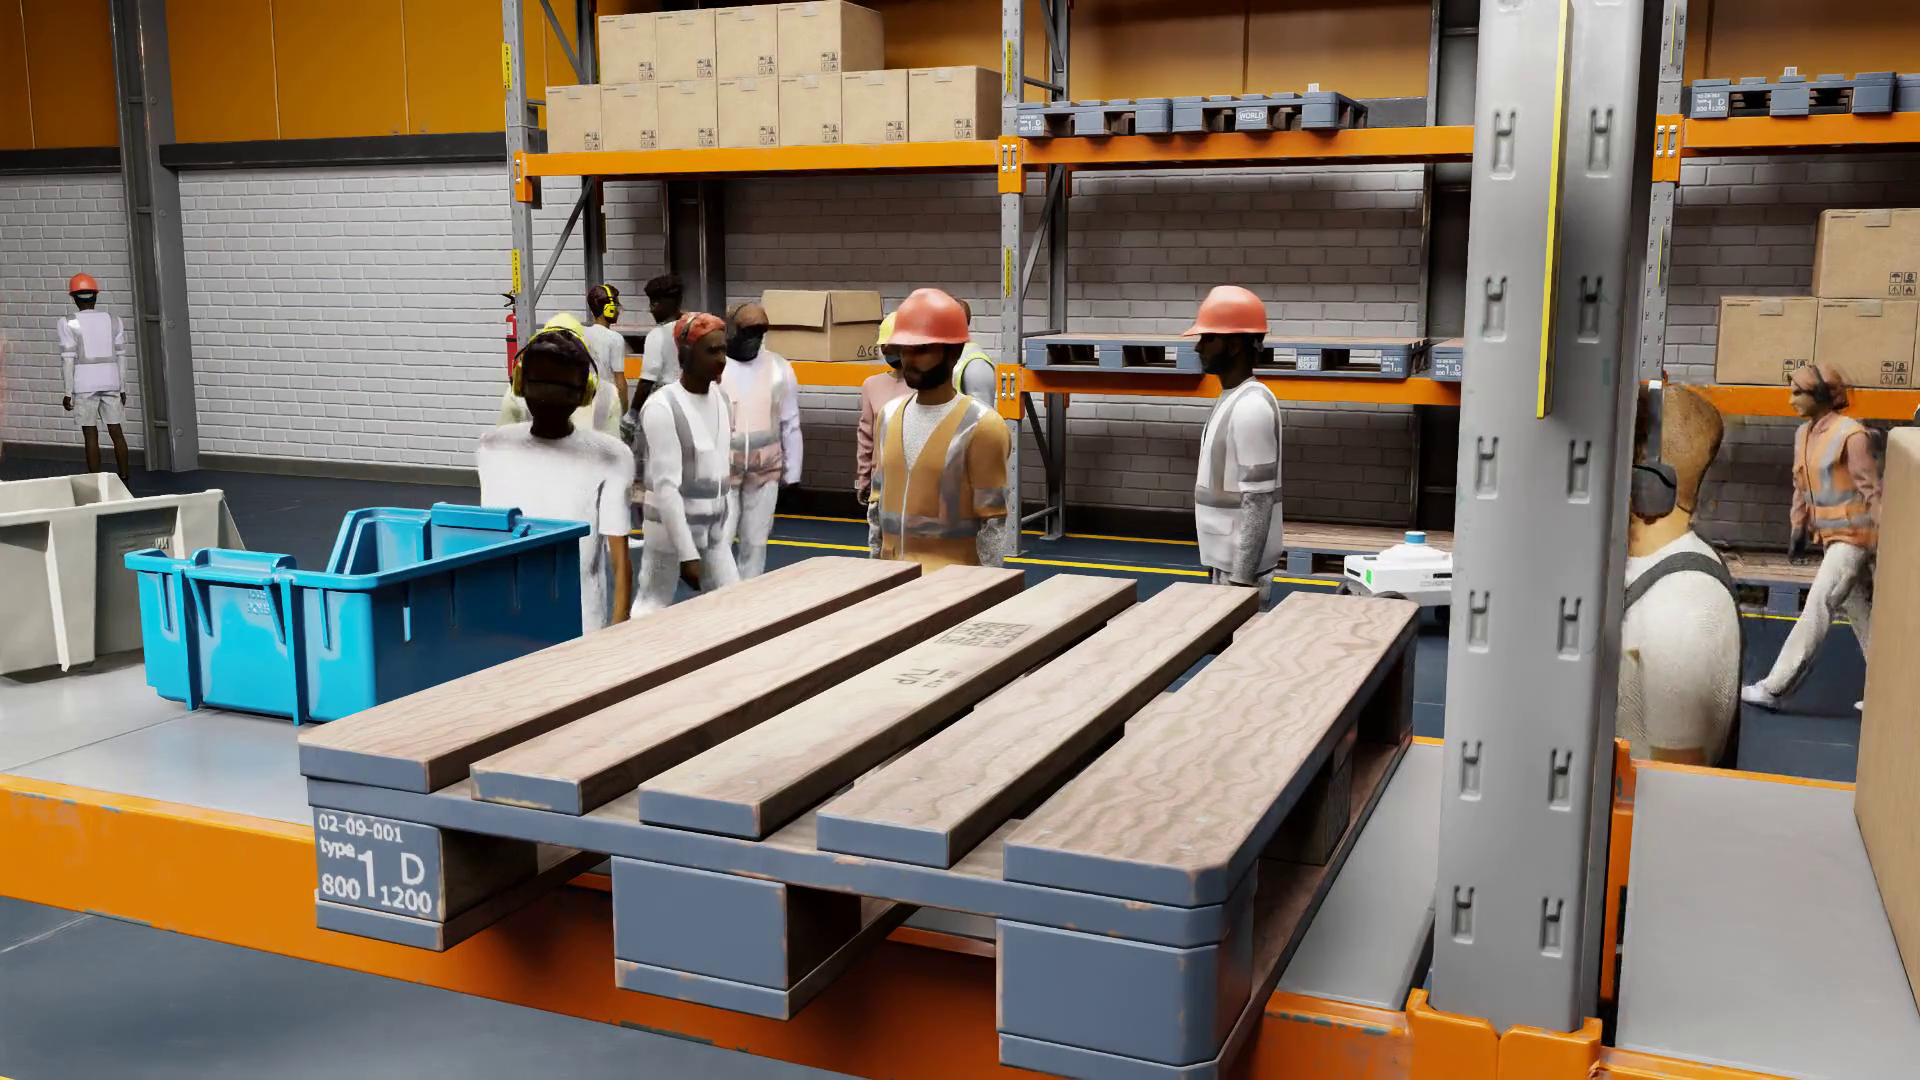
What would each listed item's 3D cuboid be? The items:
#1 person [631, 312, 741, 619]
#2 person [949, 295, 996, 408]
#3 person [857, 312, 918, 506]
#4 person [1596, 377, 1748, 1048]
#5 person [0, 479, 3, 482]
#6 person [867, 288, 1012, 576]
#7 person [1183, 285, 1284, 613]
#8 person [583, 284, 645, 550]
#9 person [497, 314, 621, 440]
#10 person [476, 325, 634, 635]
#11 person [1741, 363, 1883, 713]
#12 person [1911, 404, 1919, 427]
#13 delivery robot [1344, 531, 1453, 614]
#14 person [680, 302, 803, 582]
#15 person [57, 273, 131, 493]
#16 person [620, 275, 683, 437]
[{"bbox_3d":[-1.106,-0.014,6.813,0.999,1.828,0.603,5,11,27],"label":"person"},{"bbox_3d":[-0.070,-0.430,9.236,0.429,1.846,0.626,-6,11,-33],"label":"person"},{"bbox_3d":[-0.304,-0.303,8.709,0.533,1.768,0.311,4,10,23],"label":"person"},{"bbox_3d":[1.289,0.614,3.037,0.705,1.831,0.522,4,10,22],"label":"person"},{"bbox_3d":[-6.609,-0.767,11.138,0.640,1.880,0.654,1,10,4],"label":"person"},{"bbox_3d":[-0.097,0.160,5.416,0.545,1.941,0.350,7,12,38],"label":"person"},{"bbox_3d":[0.986,0.051,6.075,0.374,1.939,0.545,0,9,2],"label":"person"},{"bbox_3d":[-2.504,-0.864,11.762,0.538,1.869,0.312,7,12,36],"label":"person"},{"bbox_3d":[-2.007,-0.229,8.275,0.676,1.776,0.948,-5,11,-27],"label":"person"},{"bbox_3d":[-1.213,0.286,4.947,0.555,1.840,0.446,2,10,10],"label":"person"},{"bbox_3d":[3.894,0.006,7.411,0.886,1.568,0.540,1,10,4],"label":"person"},{"bbox_3d":[3.439,0.068,5.665,0.537,2.000,0.682,-2,10,-14],"label":"person"},{"bbox_3d":[2.471,0.195,9.063,0.707,0.478,0.477,-2,10,-11],"label":"delivery robot"},{"bbox_3d":[-1.145,-0.329,8.720,0.637,1.816,0.462,-3,10,-18],"label":"person"},{"bbox_3d":[-7.432,-1.310,14.263,0.385,1.927,0.546,8,12,39],"label":"person"},{"bbox_3d":[-1.962,-0.859,11.518,0.647,1.935,0.620,4,10,24],"label":"person"}]
